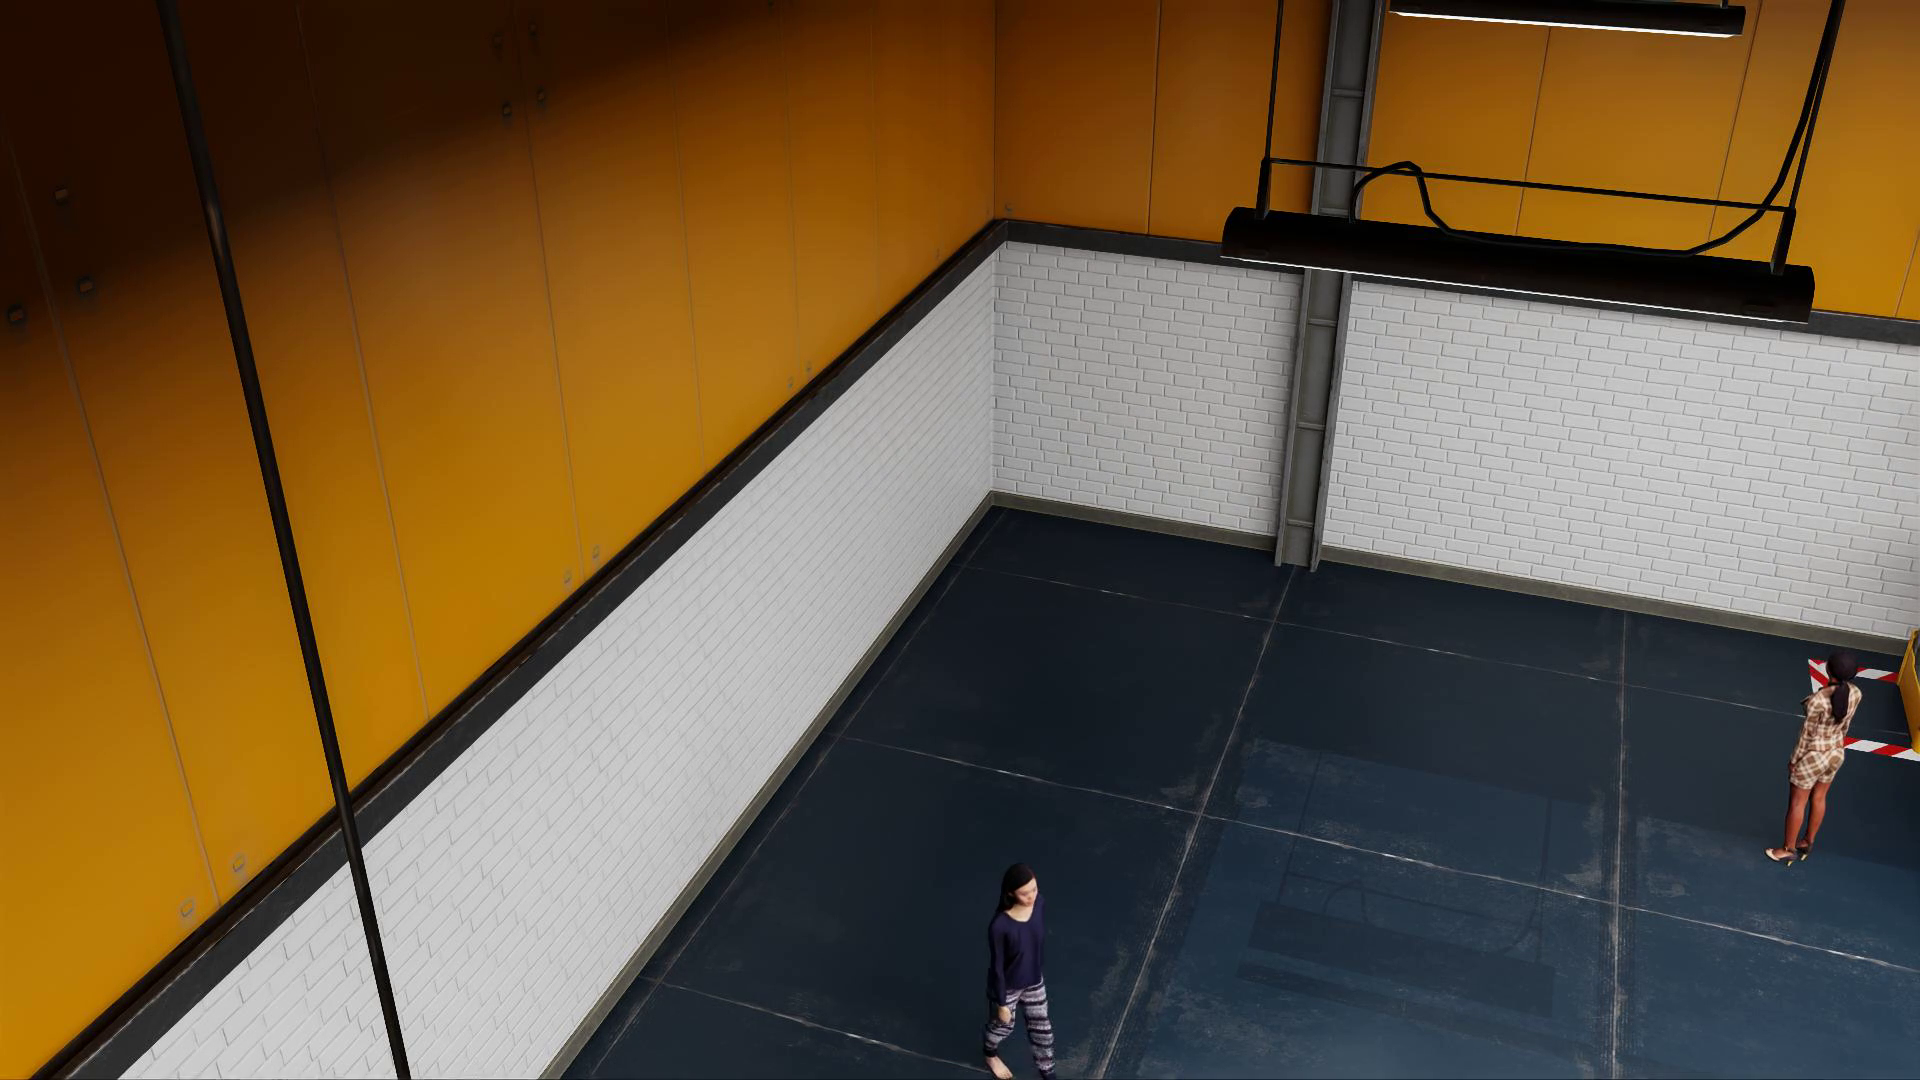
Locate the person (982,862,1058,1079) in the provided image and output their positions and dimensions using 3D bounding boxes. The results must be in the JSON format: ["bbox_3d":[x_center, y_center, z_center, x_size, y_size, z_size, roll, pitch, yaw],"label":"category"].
[{"bbox_3d":[0.273,2.586,9.980,0.907,1.707,1.063,-22,36,-35],"label":"person"}]

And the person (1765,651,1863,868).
[{"bbox_3d":[6.074,1.554,11.781,0.653,1.794,0.734,-8,30,-15],"label":"person"}]
